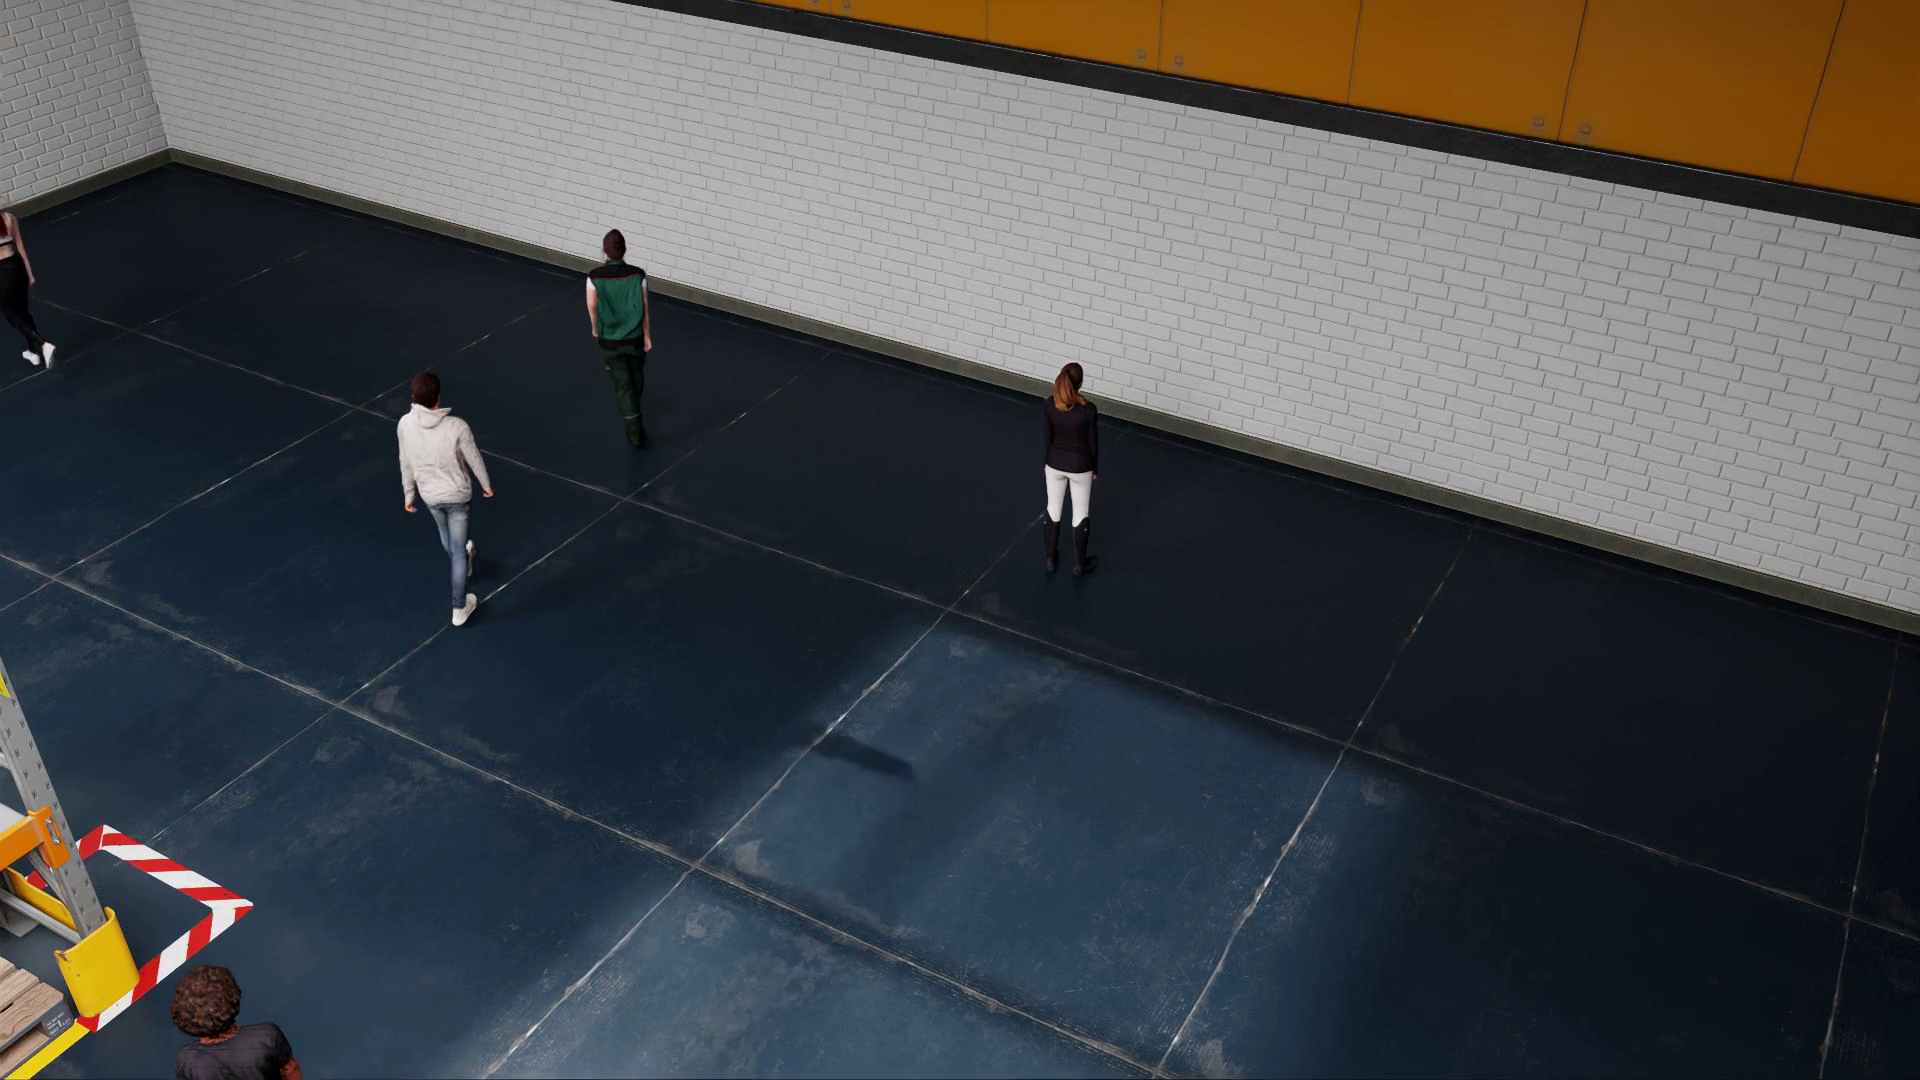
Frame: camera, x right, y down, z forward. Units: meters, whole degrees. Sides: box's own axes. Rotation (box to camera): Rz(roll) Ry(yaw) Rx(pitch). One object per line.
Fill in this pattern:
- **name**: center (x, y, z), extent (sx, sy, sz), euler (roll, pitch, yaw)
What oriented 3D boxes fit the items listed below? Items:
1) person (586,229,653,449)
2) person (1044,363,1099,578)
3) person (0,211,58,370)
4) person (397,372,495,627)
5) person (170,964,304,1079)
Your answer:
- **person**: center (-2.757, -1.598, 13.605), extent (1.136, 1.784, 1.150), euler (-11, 35, -17)
- **person**: center (0.791, -0.507, 12.013), extent (0.592, 1.729, 0.593), euler (12, 36, 18)
- **person**: center (-8.345, -2.273, 14.672), extent (0.701, 1.727, 0.921), euler (22, 40, 30)
- **person**: center (-3.602, -0.250, 11.550), extent (1.035, 1.814, 1.236), euler (2, 34, 3)
- **person**: center (-3.074, 2.609, 7.301), extent (1.080, 1.755, 1.112), euler (-10, 35, -15)
